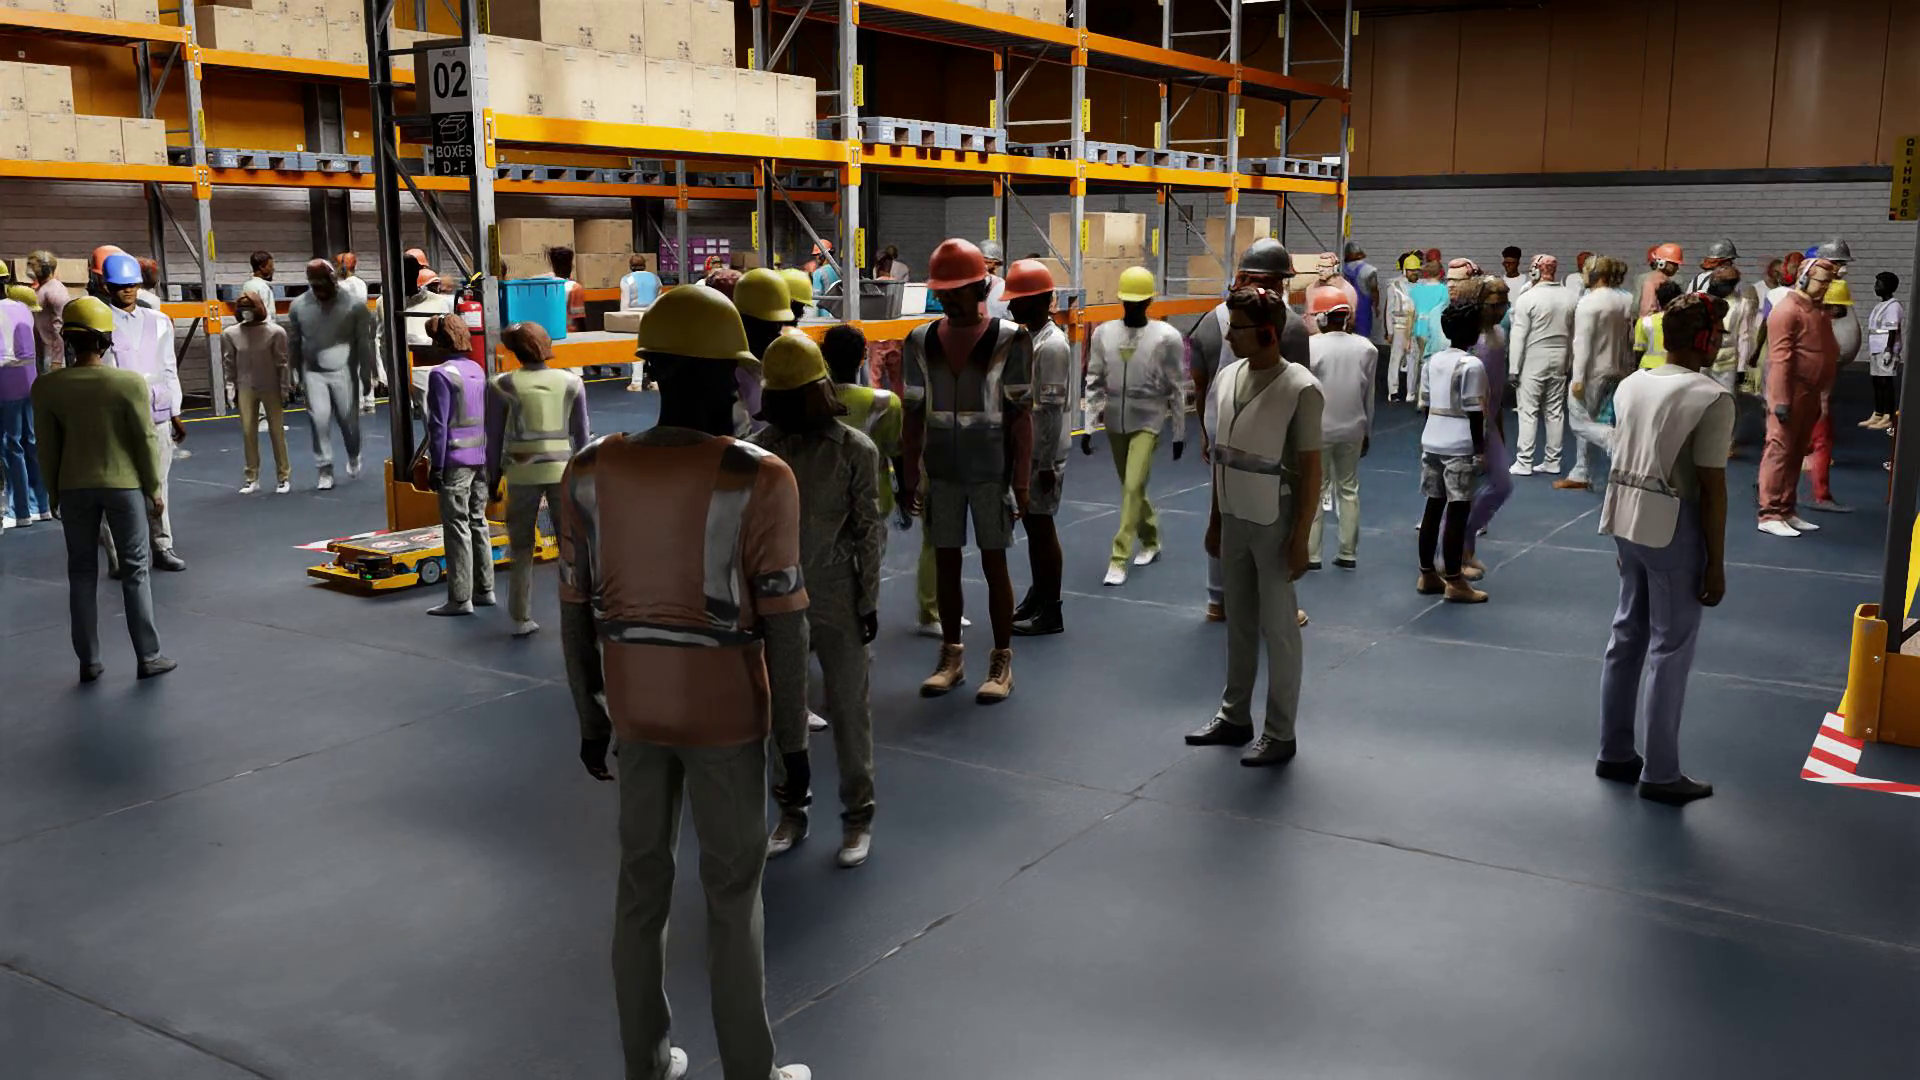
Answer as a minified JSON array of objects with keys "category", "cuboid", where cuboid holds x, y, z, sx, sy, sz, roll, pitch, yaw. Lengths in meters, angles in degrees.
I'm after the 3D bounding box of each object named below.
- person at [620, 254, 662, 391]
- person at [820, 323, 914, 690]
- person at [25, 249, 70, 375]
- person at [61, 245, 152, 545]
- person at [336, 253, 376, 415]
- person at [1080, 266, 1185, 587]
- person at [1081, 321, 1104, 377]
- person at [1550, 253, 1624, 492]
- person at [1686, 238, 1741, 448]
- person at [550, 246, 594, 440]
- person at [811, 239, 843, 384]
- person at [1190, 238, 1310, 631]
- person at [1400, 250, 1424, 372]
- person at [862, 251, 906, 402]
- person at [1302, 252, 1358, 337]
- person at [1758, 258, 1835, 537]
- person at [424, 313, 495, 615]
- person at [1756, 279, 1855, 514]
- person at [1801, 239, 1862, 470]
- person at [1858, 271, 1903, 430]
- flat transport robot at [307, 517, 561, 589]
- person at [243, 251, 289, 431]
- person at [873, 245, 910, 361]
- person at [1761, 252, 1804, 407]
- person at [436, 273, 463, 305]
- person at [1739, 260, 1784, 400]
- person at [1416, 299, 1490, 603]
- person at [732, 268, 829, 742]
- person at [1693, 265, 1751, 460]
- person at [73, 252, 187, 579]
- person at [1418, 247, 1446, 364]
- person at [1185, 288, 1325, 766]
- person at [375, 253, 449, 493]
[{"category":"person","cuboid":[-4.303,-2.921,22.380,0.625,1.840,0.430,-9,14,-41]},{"category":"person","cuboid":[-0.512,-0.141,7.496,0.538,1.657,0.852,3,11,16]},{"category":"person","cuboid":[-8.291,-1.673,15.185,0.372,1.940,0.631,-9,14,-41]},{"category":"person","cuboid":[-5.657,-0.972,11.170,0.392,1.986,0.610,9,13,40]},{"category":"person","cuboid":[-7.029,-2.380,19.291,0.351,1.878,0.568,1,10,4]},{"category":"person","cuboid":[1.056,-0.706,10.040,0.588,1.881,0.974,7,12,33]},{"category":"person","cuboid":[1.976,-3.360,24.411,0.408,1.986,0.617,-9,13,-40]},{"category":"person","cuboid":[5.089,-1.297,13.156,0.700,1.924,0.634,9,14,42]},{"category":"person","cuboid":[7.429,-1.928,16.313,0.535,2.000,0.674,-1,10,-4]},{"category":"person","cuboid":[-4.030,-1.996,16.894,0.613,1.963,0.362,5,11,26]},{"category":"person","cuboid":[-1.749,-2.906,21.776,0.405,2.032,0.611,7,13,35]},{"category":"person","cuboid":[1.578,-0.560,8.734,0.536,2.000,0.688,-10,14,-44]},{"category":"person","cuboid":[6.964,-3.517,25.605,0.312,1.865,0.537,3,11,16]},{"category":"person","cuboid":[-0.779,-2.097,17.636,0.598,1.905,0.390,-8,13,-37]},{"category":"person","cuboid":[3.738,-1.980,17.014,0.397,1.901,0.643,-7,13,-36]},{"category":"person","cuboid":[5.793,-0.980,11.462,0.665,1.903,0.400,-9,14,-41]},{"category":"person","cuboid":[-2.719,-0.411,9.052,0.313,1.631,0.523,2,10,9]},{"category":"person","cuboid":[6.353,-1.066,12.348,0.611,1.740,0.590,4,11,19]},{"category":"person","cuboid":[7.661,-1.639,14.710,0.536,2.000,0.688,8,13,37]},{"category":"person","cuboid":[9.883,-2.020,17.800,0.319,1.691,0.536,2,10,9]},{"category":"flat transport robot","cuboid":[-3.168,0.065,10.177,0.652,0.197,1.431,8,13,36]},{"category":"person","cuboid":[-7.445,-2.107,17.686,0.393,1.909,0.603,-7,13,-35]},{"category":"person","cuboid":[-1.149,-3.952,27.808,0.636,1.938,0.358,-2,10,-12]},{"category":"person","cuboid":[9.995,-2.514,20.019,0.586,1.879,0.361,-5,11,-26]},{"category":"person","cuboid":[-6.180,-2.374,19.924,0.551,1.626,0.433,-10,14,-44]},{"category":"person","cuboid":[10.218,-2.674,21.201,0.609,1.788,0.747,-3,11,-17]},{"category":"person","cuboid":[2.781,-0.500,9.350,0.320,1.697,0.531,-3,11,-16]},{"category":"person","cuboid":[-0.793,-0.131,6.725,0.396,1.913,0.591,10,14,44]},{"category":"person","cuboid":[6.818,-1.591,15.155,0.655,1.813,0.730,4,11,23]},{"category":"person","cuboid":[-4.990,-0.749,10.034,0.396,1.946,0.617,8,13,39]},{"category":"person","cuboid":[7.449,-3.698,26.490,0.565,1.912,0.779,-3,11,-15]},{"category":"person","cuboid":[1.181,-0.052,6.476,0.396,1.839,0.564,-6,12,-28]},{"category":"person","cuboid":[-4.383,-1.334,13.358,0.596,1.918,0.380,0,10,0]}]
